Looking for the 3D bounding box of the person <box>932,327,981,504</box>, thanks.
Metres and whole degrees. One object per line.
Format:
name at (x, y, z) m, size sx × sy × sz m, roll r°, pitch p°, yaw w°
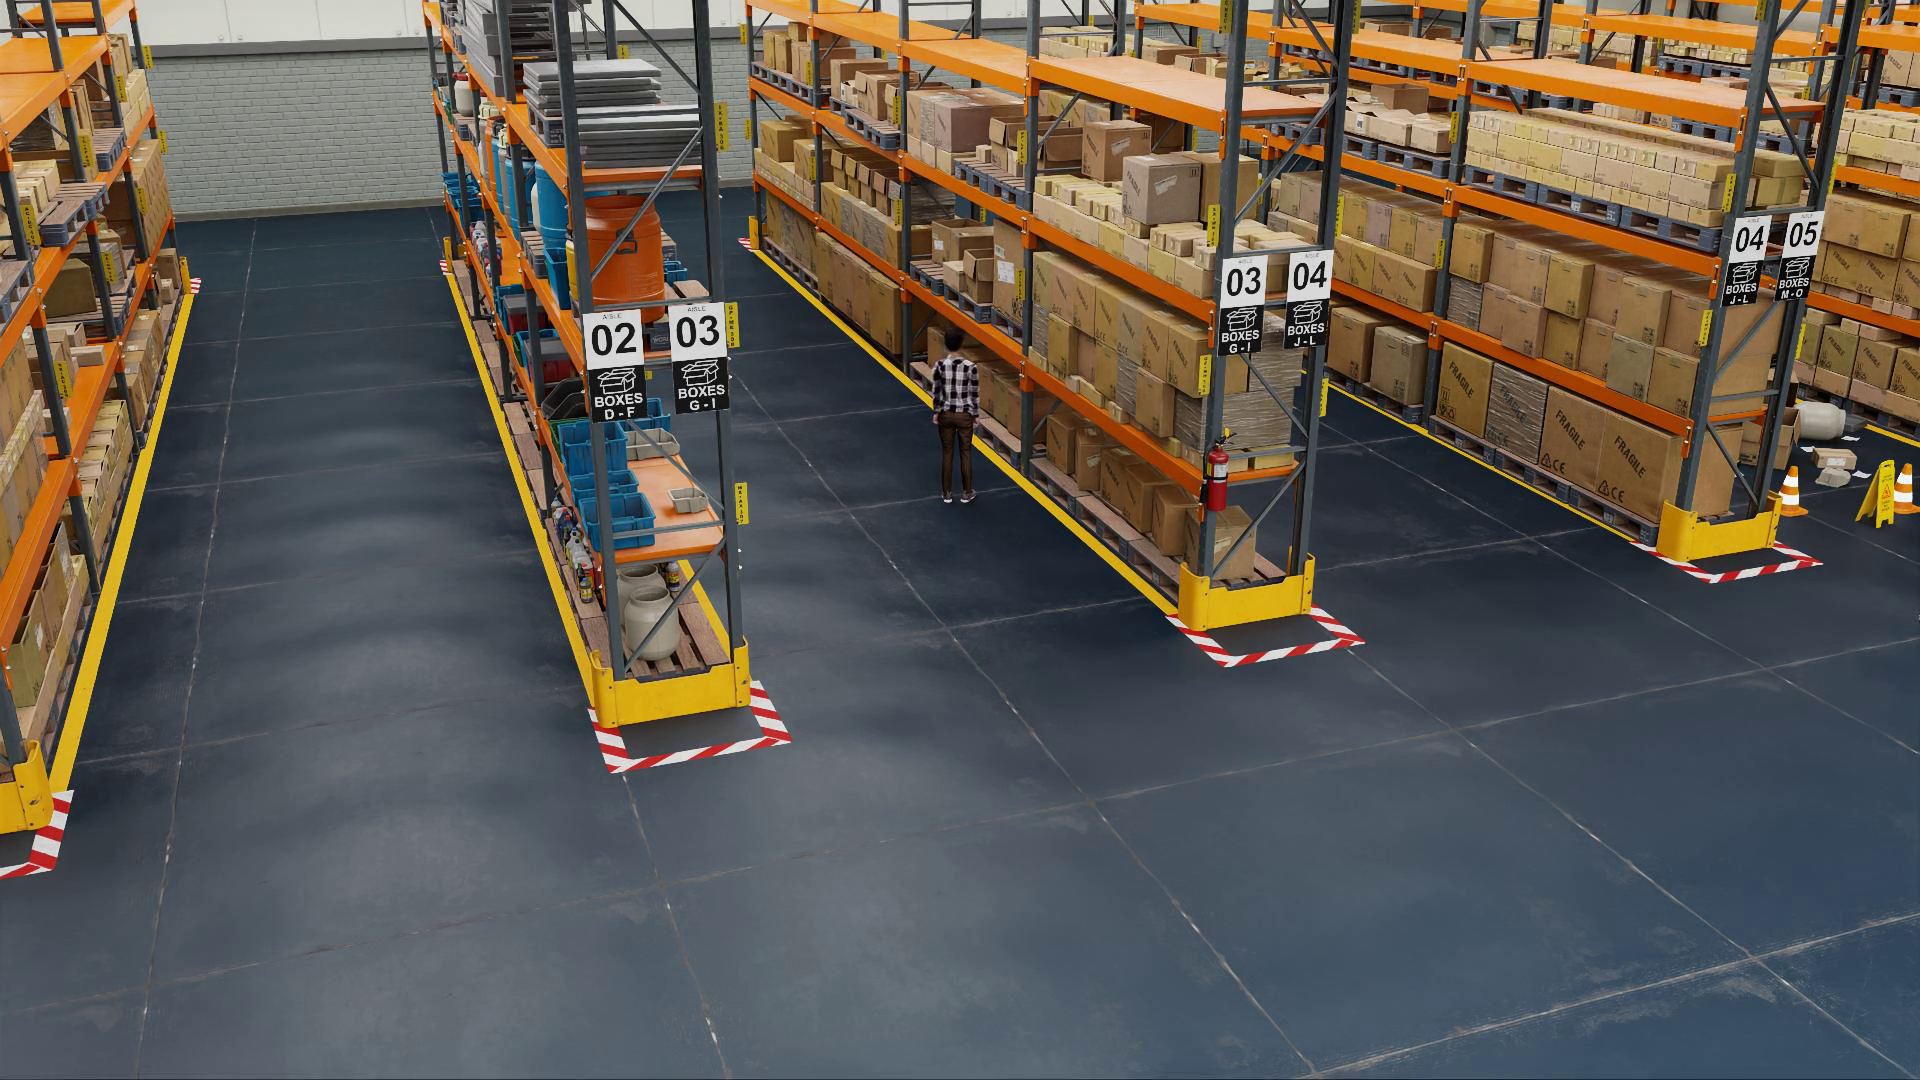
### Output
person at (-0.040, -1.261, 16.743) m, size 0.705 × 1.808 × 0.686 m, roll 3°, pitch 22°, yaw 6°
